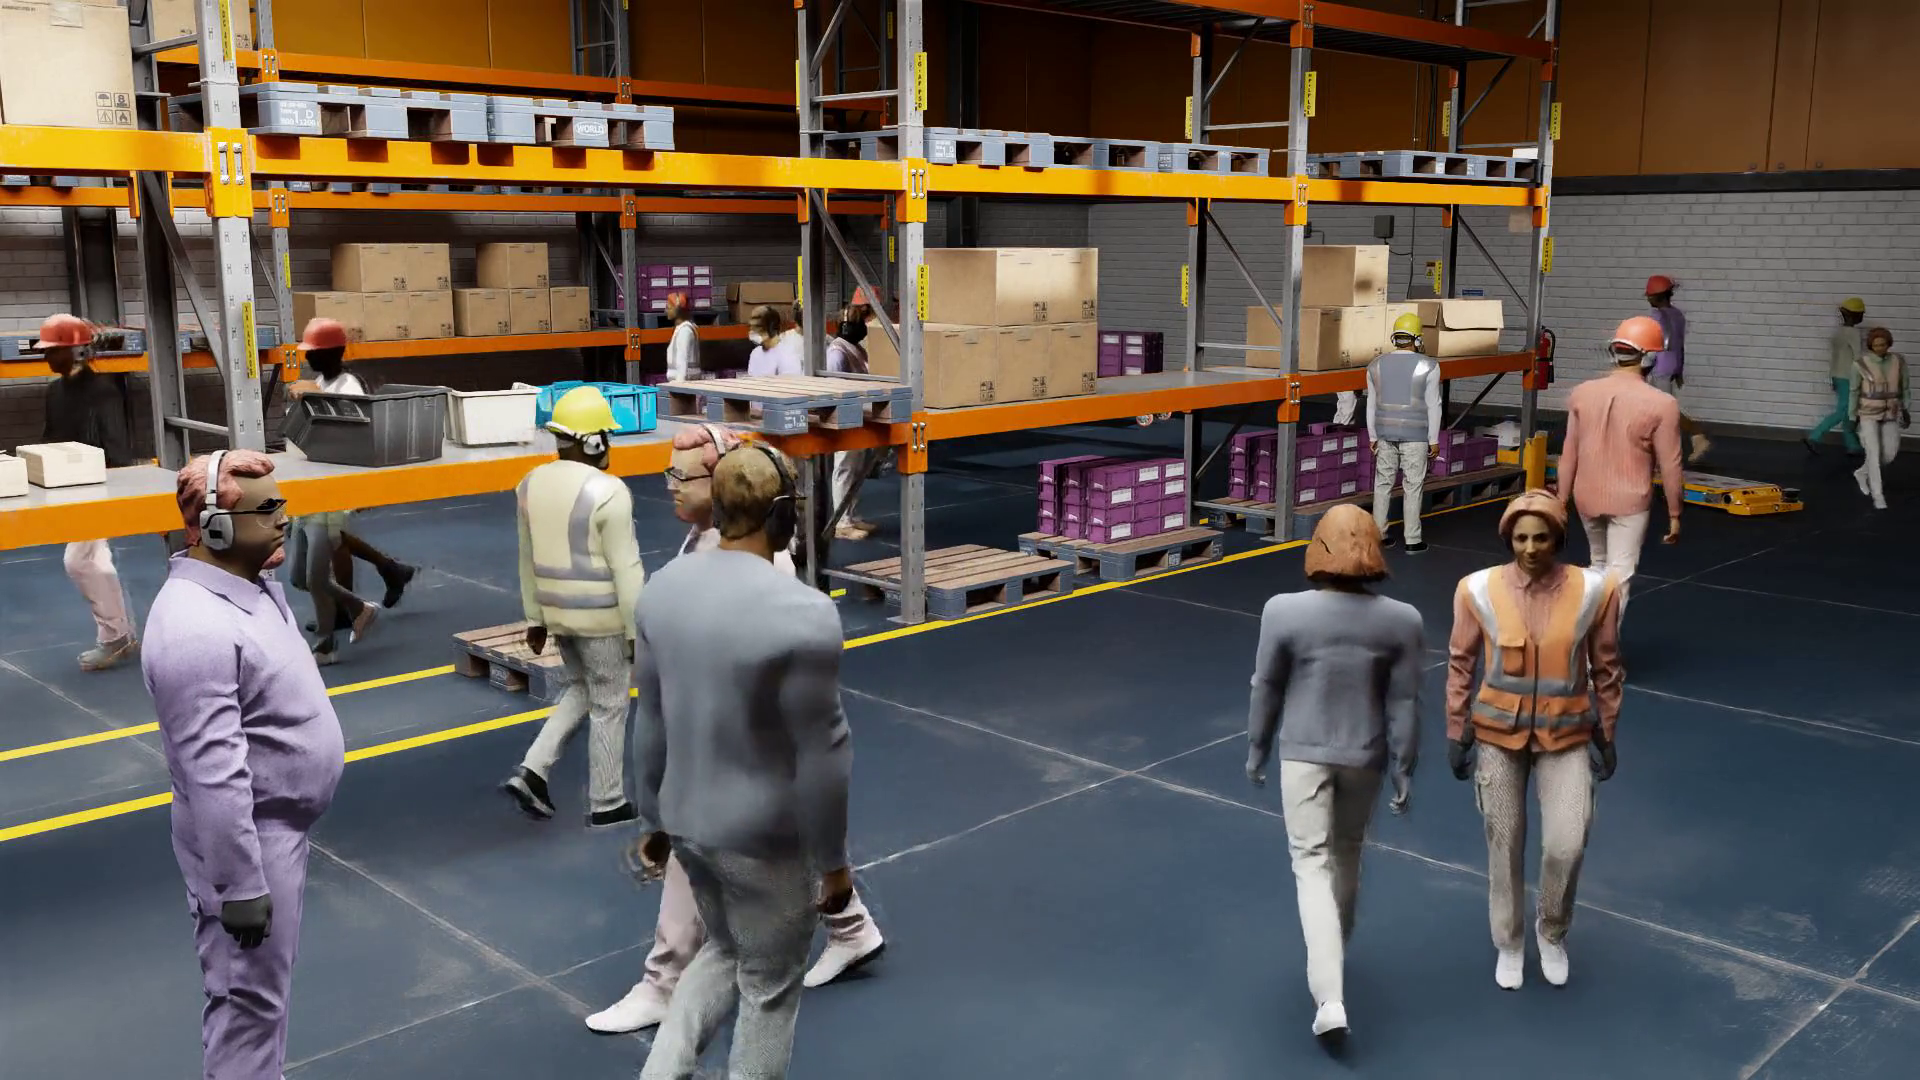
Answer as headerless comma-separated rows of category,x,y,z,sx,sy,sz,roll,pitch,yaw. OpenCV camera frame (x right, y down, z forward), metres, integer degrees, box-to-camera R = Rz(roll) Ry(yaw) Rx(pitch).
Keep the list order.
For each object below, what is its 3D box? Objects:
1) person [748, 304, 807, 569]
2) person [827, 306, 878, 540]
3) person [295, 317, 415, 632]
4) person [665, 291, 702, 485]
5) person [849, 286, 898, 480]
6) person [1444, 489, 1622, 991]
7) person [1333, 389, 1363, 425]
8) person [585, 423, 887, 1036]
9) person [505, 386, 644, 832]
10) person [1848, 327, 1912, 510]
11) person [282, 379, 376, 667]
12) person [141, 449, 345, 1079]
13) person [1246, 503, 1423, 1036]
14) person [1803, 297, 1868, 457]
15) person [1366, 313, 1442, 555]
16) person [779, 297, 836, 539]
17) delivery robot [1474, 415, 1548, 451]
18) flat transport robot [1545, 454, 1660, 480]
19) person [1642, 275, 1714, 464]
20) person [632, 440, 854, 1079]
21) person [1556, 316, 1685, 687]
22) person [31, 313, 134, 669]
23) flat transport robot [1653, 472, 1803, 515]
person,-1.416,-0.706,11.824,0.810,1.911,0.652,-7,12,-33
person,-0.856,-0.935,13.282,0.429,1.845,0.627,2,11,12
person,-3.733,-0.408,10.203,0.615,1.918,0.566,-7,13,-34
person,-2.684,-1.443,15.982,0.409,1.874,0.582,-3,11,-14
person,-0.878,-1.547,16.400,0.451,1.920,0.575,-4,11,-19
person,1.800,0.643,5.259,0.531,1.622,0.377,3,11,18
person,3.994,-1.634,16.977,0.351,1.887,0.574,0,10,-3
person,-0.663,0.557,5.124,0.965,1.867,0.656,-3,11,-18
person,-1.505,0.301,6.616,0.597,1.817,0.495,9,13,39
person,8.097,-1.093,14.758,0.564,1.607,0.573,0,10,-2
person,-3.570,-0.101,9.330,0.520,1.618,0.500,9,14,41
person,-1.699,0.729,4.037,0.410,1.909,0.643,-3,11,-16
person,1.154,0.686,5.121,0.509,1.602,0.825,0,10,0
person,9.604,-1.766,18.075,0.749,1.742,0.545,2,11,9
person,3.367,-0.803,12.625,0.587,1.827,0.403,9,14,40
person,-1.225,-0.973,13.227,0.636,1.939,0.363,-9,13,-39
delivery robot,5.670,-1.046,17.144,0.477,0.478,0.707,-9,14,-41
flat transport robot,6.045,-0.669,16.120,0.652,0.197,1.431,-4,11,-20
person,7.539,-1.805,17.634,0.979,2.003,0.620,10,14,44
person,-0.556,0.720,4.055,0.622,1.924,0.489,9,14,42
person,3.562,-0.200,8.904,0.582,1.975,0.663,-8,13,-37
person,-4.885,-0.259,9.221,0.640,1.975,0.551,8,13,36
flat transport robot,6.690,-0.436,14.853,0.652,0.197,1.431,-5,11,-24
